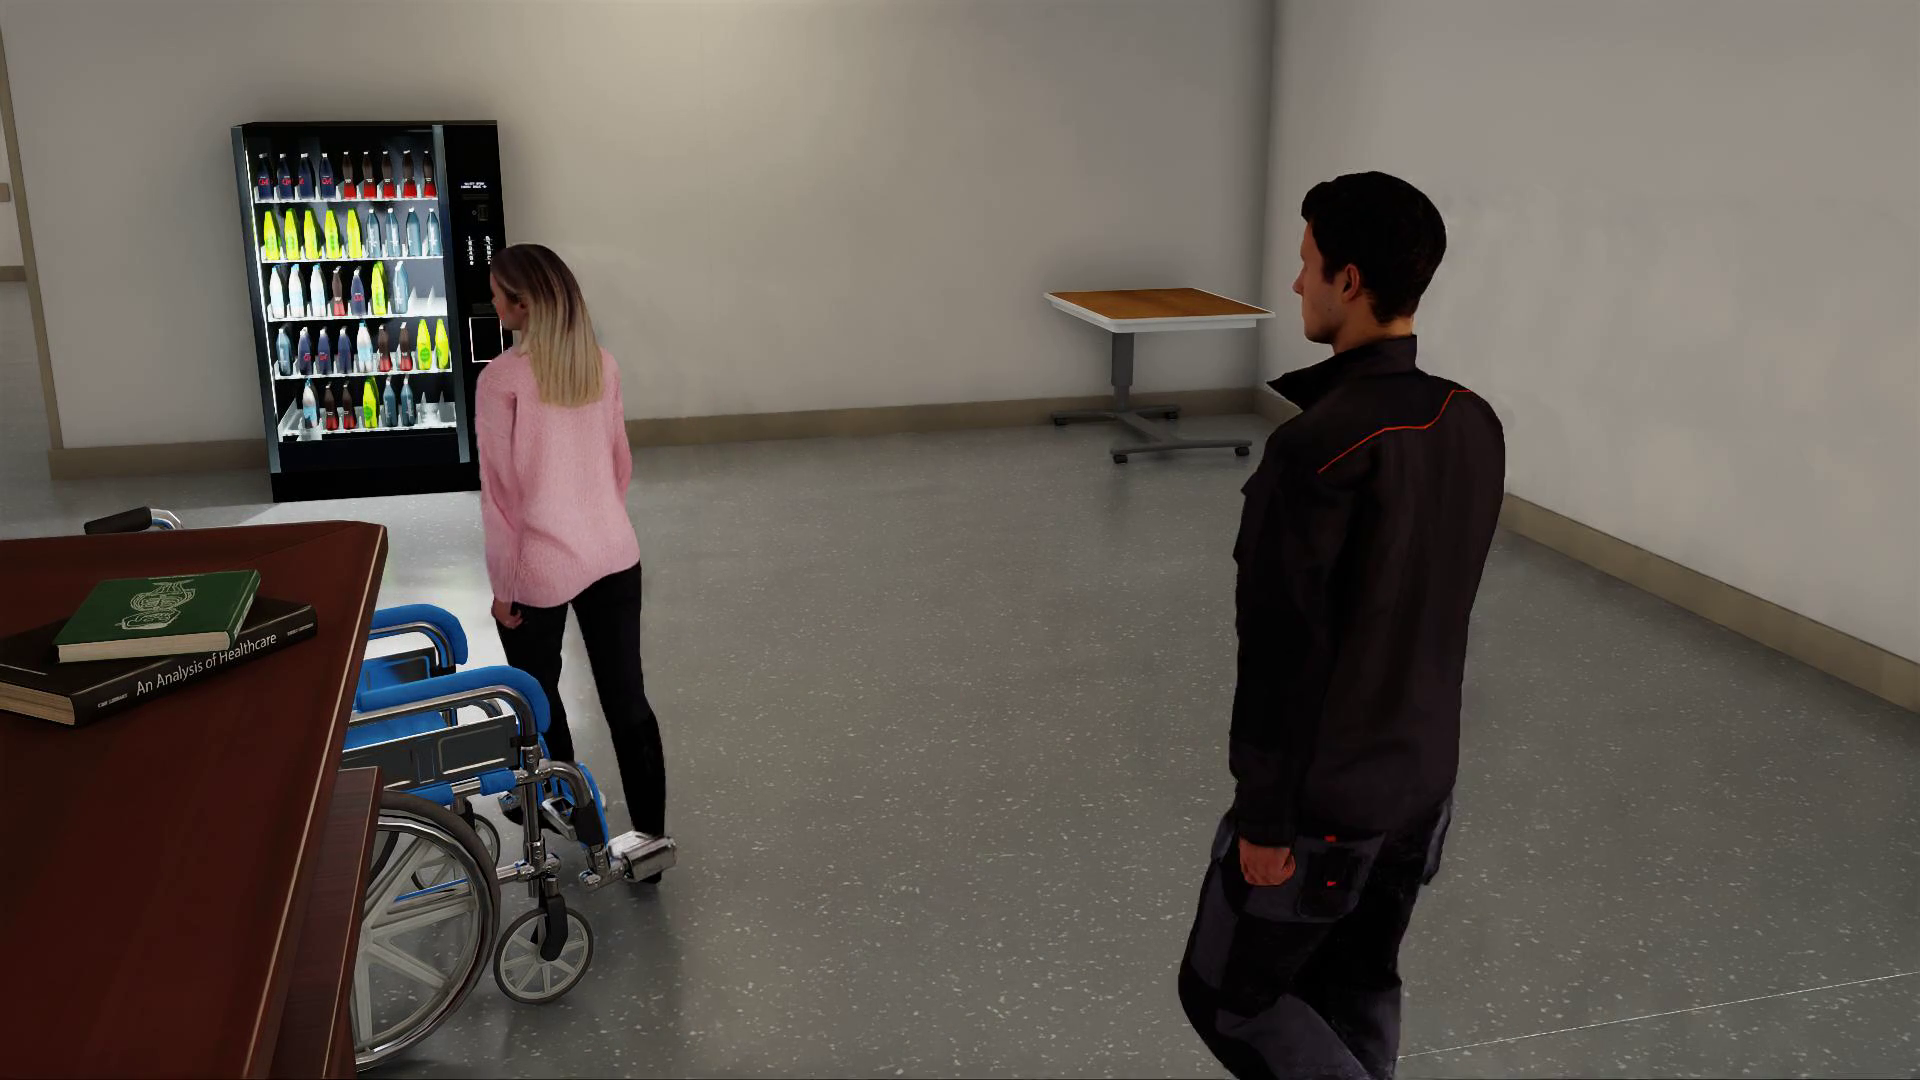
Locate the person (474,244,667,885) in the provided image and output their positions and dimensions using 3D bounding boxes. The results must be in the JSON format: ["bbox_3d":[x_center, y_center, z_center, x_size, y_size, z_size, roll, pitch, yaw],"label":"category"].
[{"bbox_3d":[-0.956,0.104,4.238,0.965,1.659,0.936,-11,19,-34],"label":"person"}]

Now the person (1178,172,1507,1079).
[{"bbox_3d":[0.693,0.393,2.705,0.971,1.935,0.911,14,21,42],"label":"person"}]
